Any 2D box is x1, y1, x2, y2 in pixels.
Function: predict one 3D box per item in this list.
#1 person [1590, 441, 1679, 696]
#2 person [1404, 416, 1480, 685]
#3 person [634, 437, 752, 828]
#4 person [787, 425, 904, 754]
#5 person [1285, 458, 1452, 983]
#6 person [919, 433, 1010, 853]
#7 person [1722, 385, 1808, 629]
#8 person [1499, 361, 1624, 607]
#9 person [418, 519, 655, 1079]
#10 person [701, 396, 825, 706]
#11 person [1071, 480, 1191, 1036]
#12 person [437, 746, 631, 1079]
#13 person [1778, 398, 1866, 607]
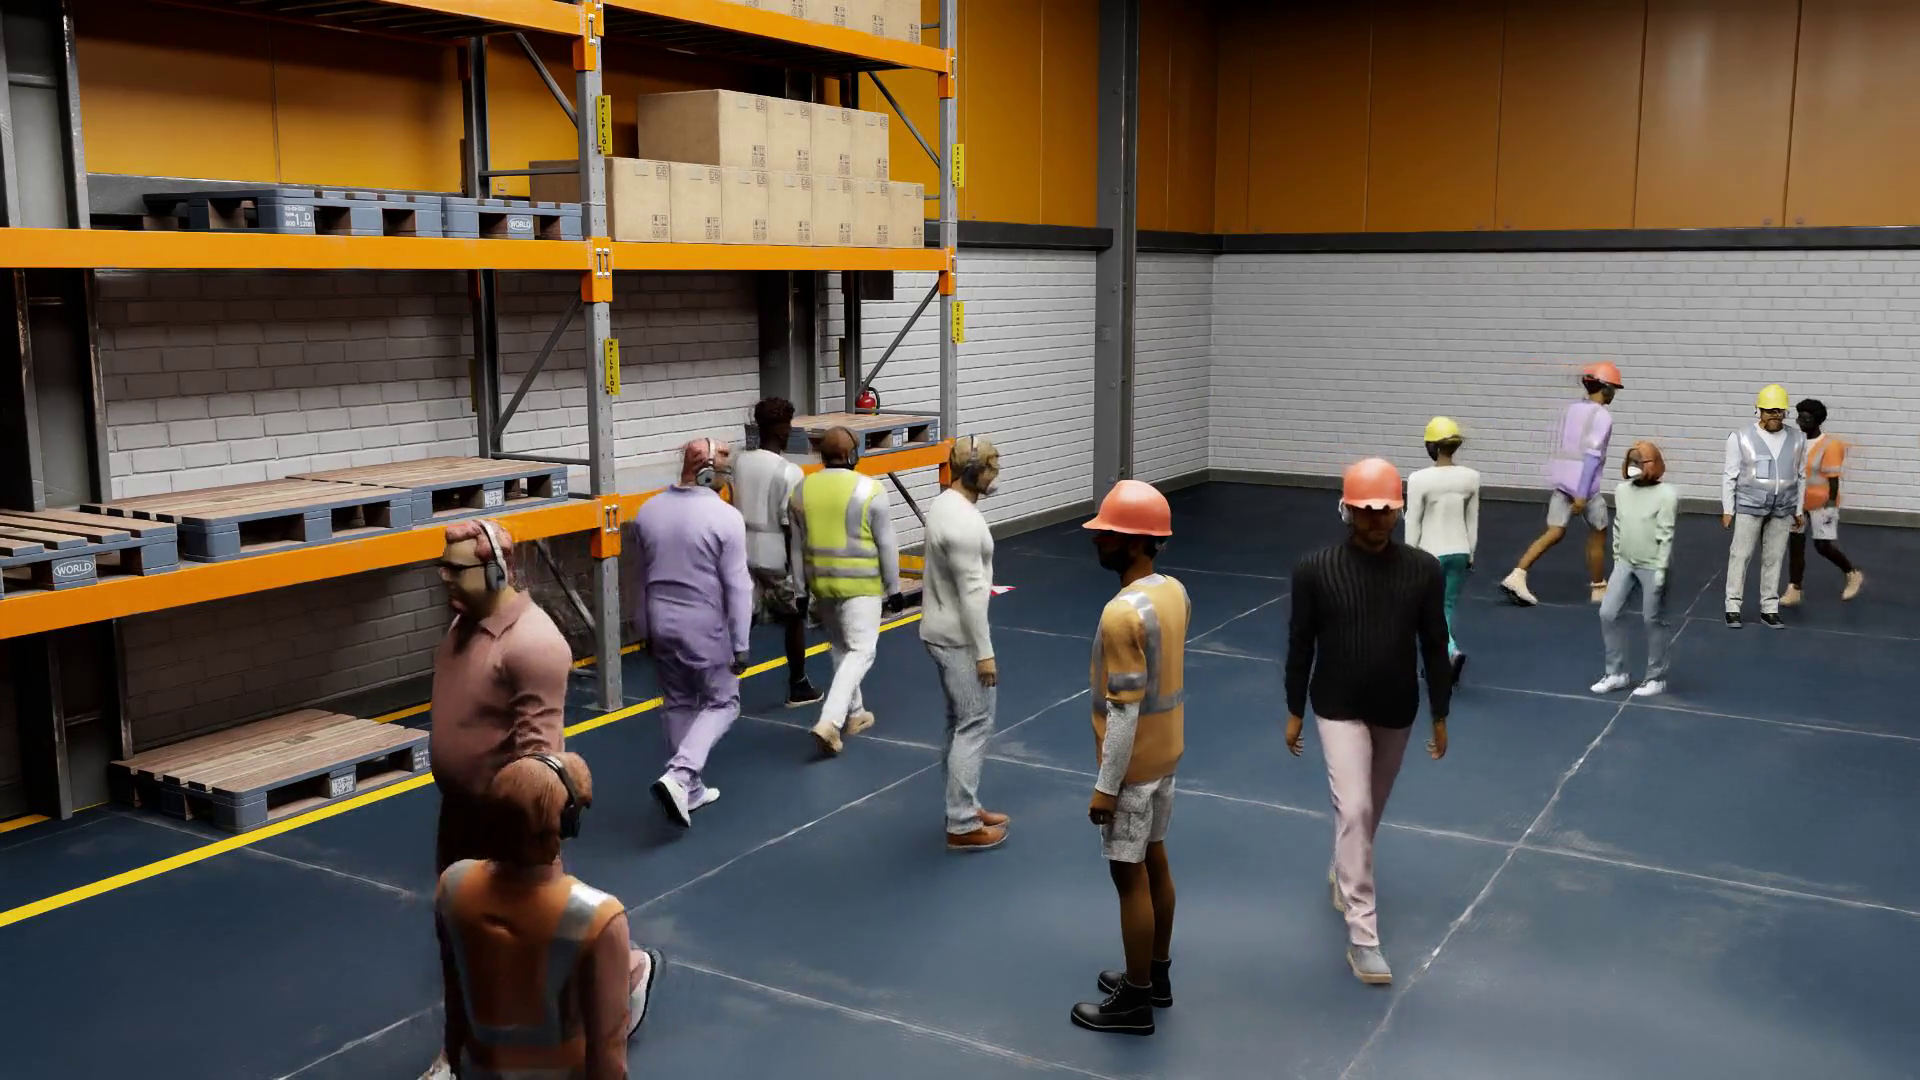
[{"bbox_3d":[4.205,0.190,10.360,0.574,1.613,0.516,-5,10,-29],"label":"person"},{"bbox_3d":[3.091,0.095,10.564,0.522,1.751,0.580,-3,9,-16],"label":"person"},{"bbox_3d":[-1.291,0.447,7.934,0.663,1.880,0.629,5,10,26],"label":"person"},{"bbox_3d":[-0.661,0.265,9.289,0.635,1.811,0.838,5,10,29],"label":"person"},{"bbox_3d":[1.604,0.635,6.560,0.626,1.950,1.004,0,9,-3],"label":"person"},{"bbox_3d":[0.026,0.467,7.675,0.426,1.933,0.639,0,9,-3],"label":"person"},{"bbox_3d":[5.993,-0.244,12.391,0.600,1.829,0.404,1,9,5],"label":"person"},{"bbox_3d":[4.828,-0.437,13.233,1.060,1.975,0.624,-2,9,-15],"label":"person"},{"bbox_3d":[-1.437,0.851,5.413,0.644,1.884,0.807,9,13,43],"label":"person"},{"bbox_3d":[-1.192,0.107,9.901,0.610,1.937,0.931,6,11,31],"label":"person"},{"bbox_3d":[0.599,0.754,5.819,0.344,1.942,0.547,4,10,25],"label":"person"},{"bbox_3d":[-0.965,1.262,3.660,0.516,1.615,0.734,3,10,19],"label":"person"},{"bbox_3d":[6.838,-0.293,13.191,0.636,1.669,0.549,-3,9,-16],"label":"person"}]
